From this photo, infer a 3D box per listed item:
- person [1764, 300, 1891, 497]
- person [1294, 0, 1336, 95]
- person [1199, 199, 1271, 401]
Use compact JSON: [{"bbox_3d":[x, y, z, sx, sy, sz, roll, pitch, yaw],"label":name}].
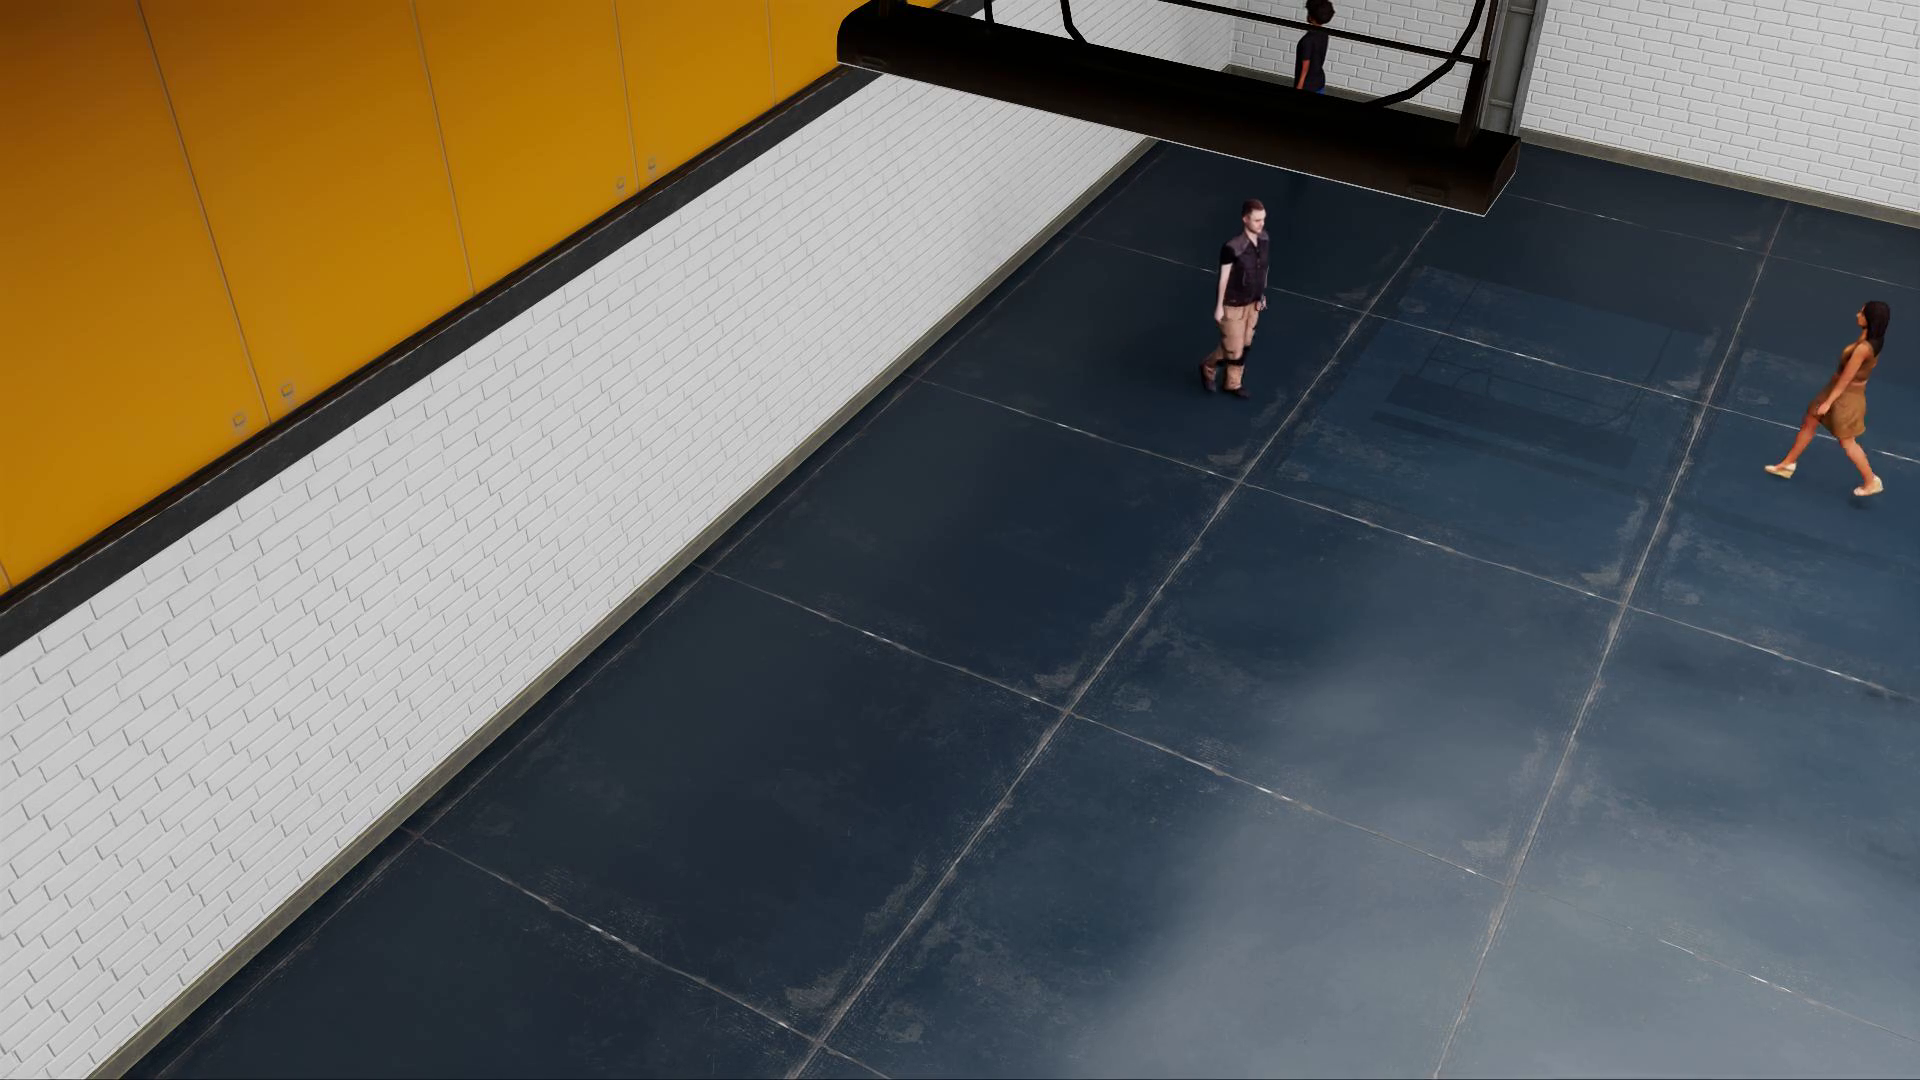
[{"bbox_3d":[6.777,-1.013,12.591,1.058,1.653,0.575,18,42,21],"label":"person"},{"bbox_3d":[3.596,-4.693,17.082,0.626,1.800,0.642,28,46,30],"label":"person"},{"bbox_3d":[2.236,-1.993,13.679,0.809,1.828,0.825,-26,46,-29],"label":"person"}]
